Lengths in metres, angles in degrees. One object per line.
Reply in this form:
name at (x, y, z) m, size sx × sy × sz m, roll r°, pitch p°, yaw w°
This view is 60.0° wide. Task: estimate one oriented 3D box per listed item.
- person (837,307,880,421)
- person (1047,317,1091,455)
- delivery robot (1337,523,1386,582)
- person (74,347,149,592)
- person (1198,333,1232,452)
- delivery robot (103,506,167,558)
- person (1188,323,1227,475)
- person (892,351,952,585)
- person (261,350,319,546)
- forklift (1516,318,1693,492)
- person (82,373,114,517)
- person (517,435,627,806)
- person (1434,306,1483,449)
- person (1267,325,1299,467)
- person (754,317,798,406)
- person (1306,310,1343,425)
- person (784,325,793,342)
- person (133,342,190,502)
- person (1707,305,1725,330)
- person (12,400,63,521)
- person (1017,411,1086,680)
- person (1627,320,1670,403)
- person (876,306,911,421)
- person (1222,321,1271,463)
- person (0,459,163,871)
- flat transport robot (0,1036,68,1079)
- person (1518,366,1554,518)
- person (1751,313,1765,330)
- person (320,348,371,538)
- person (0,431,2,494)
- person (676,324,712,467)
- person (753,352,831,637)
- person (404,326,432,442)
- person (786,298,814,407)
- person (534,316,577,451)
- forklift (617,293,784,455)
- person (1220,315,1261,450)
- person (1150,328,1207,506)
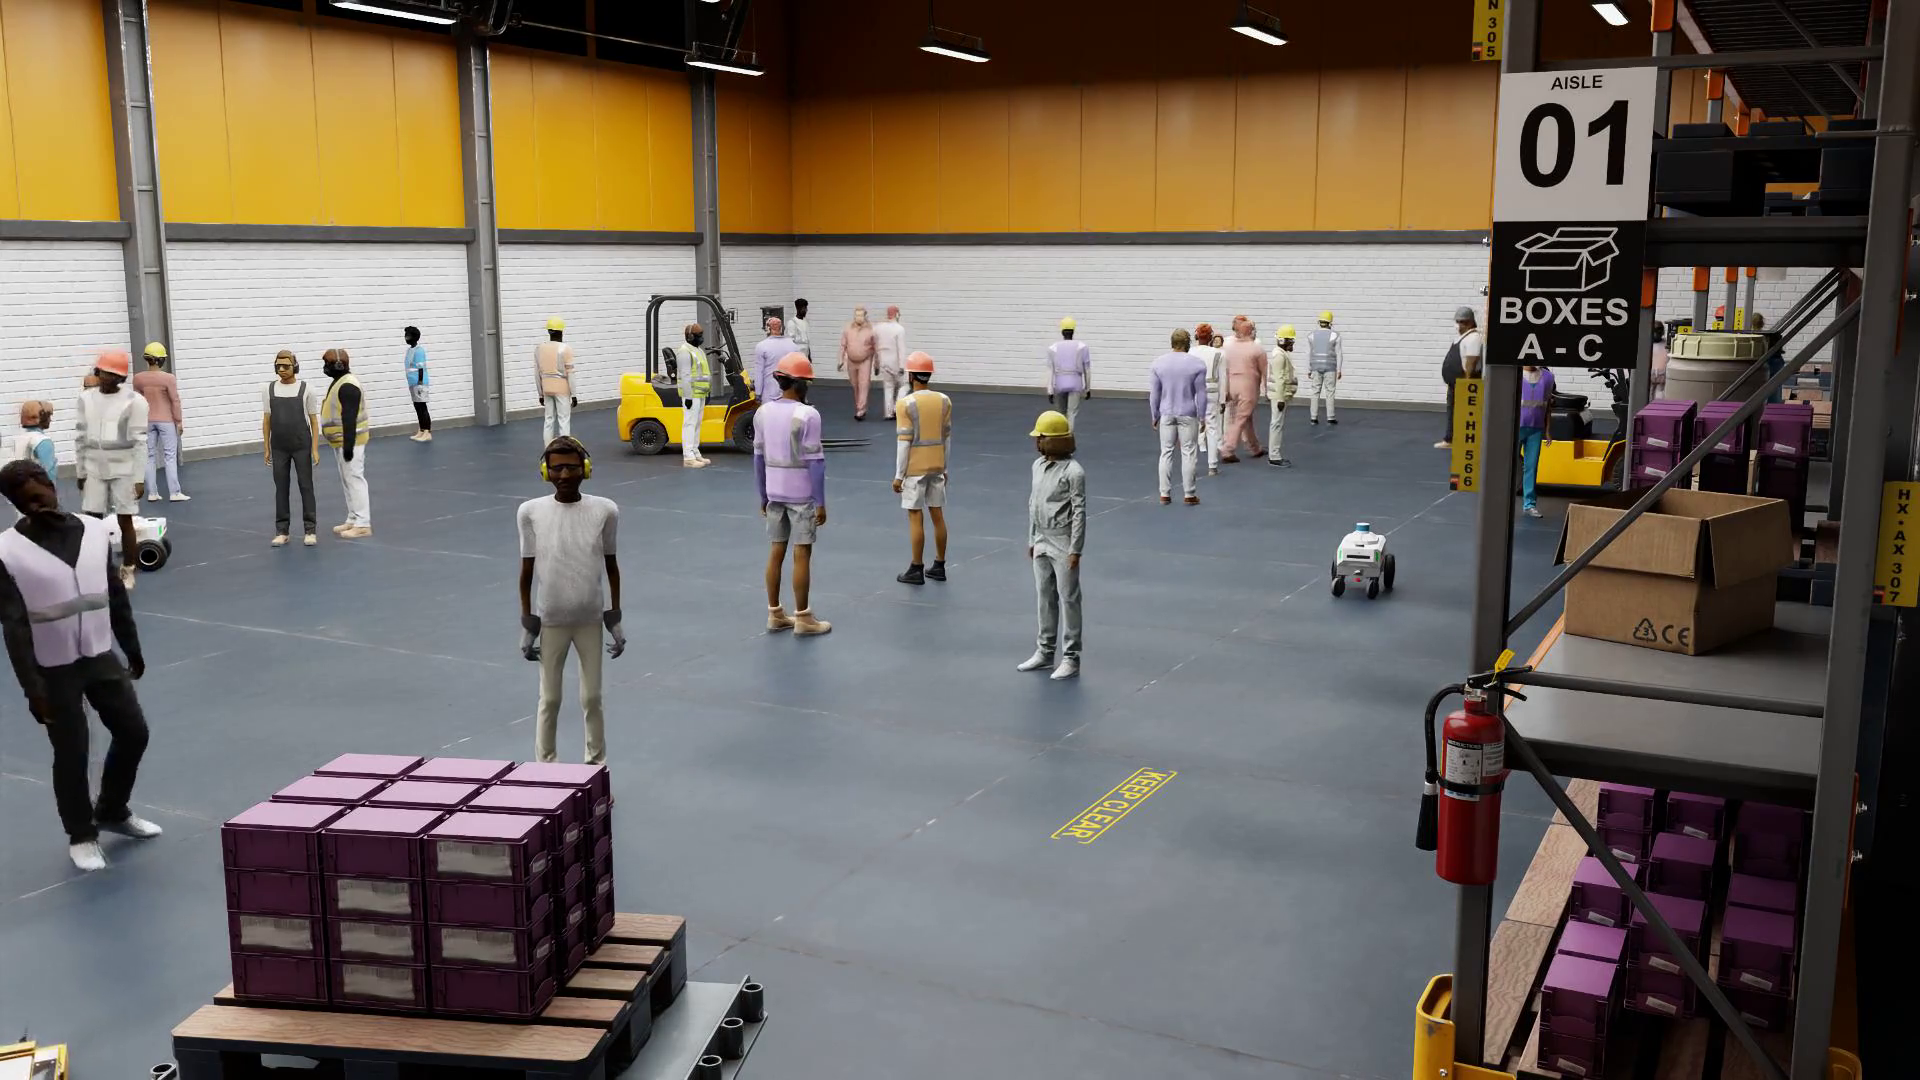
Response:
person at (-1.668, -2.894, 27.371) m, size 0.651 × 1.854 × 0.973 m, roll 3°, pitch 10°, yaw 16°
person at (1.482, -2.100, 22.733) m, size 0.595 × 1.881 × 0.997 m, roll 2°, pitch 10°, yaw 12°
delivery robot at (3.259, 0.106, 13.486) m, size 0.477 × 0.478 × 0.707 m, roll 3°, pitch 10°, yaw 18°
person at (-6.808, -0.551, 13.382) m, size 0.659 × 2.003 × 0.494 m, roll 0°, pitch 10°, yaw 3°
person at (3.518, -2.035, 23.010) m, size 0.514 × 1.642 × 0.310 m, roll -3°, pitch 10°, yaw -16°
delivery robot at (-7.286, -0.057, 14.430) m, size 0.707 × 0.478 × 0.477 m, roll -4°, pitch 11°, yaw -20°
person at (2.997, -1.733, 20.560) m, size 0.585 × 1.882 × 0.337 m, roll 1°, pitch 10°, yaw 6°
person at (-0.326, -0.597, 13.826) m, size 0.542 × 1.939 × 0.362 m, roll -8°, pitch 12°, yaw -37°
person at (-6.271, -0.857, 15.602) m, size 0.505 × 1.847 × 0.346 m, roll -1°, pitch 10°, yaw -8°
forklift at (7.066, -1.601, 18.899) m, size 2.313 × 2.155 × 1.214 m, roll 5°, pitch 11°, yaw 27°
person at (-8.010, -0.744, 15.554) m, size 0.284 × 1.634 × 0.498 m, roll -7°, pitch 12°, yaw -35°
person at (-1.907, 0.411, 8.200) m, size 0.515 × 1.868 × 0.333 m, roll -3°, pitch 10°, yaw -17°
person at (7.114, -2.265, 23.189) m, size 0.781 × 2.000 × 0.689 m, roll 0°, pitch 10°, yaw 0°
person at (4.150, -1.854, 21.420) m, size 0.403 × 1.828 × 0.596 m, roll 2°, pitch 10°, yaw 11°
person at (-2.440, -1.977, 21.942) m, size 0.644 × 1.903 × 0.401 m, roll -8°, pitch 13°, yaw -38°
person at (5.823, -2.743, 26.557) m, size 0.589 × 1.833 × 0.404 m, roll 5°, pitch 11°, yaw 28°
person at (-2.774, -2.524, 25.486) m, size 0.522 × 1.768 × 0.312 m, roll -9°, pitch 13°, yaw -41°
person at (-8.827, -1.292, 18.352) m, size 0.526 × 1.768 × 0.315 m, roll 1°, pitch 10°, yaw 5°
person at (11.754, -2.659, 25.762) m, size 0.364 × 1.939 × 0.542 m, roll -5°, pitch 11°, yaw -28°
person at (-7.220, -0.277, 12.960) m, size 0.532 × 1.601 × 0.583 m, roll 10°, pitch 14°, yaw 44°
person at (0.605, 0.032, 10.761) m, size 0.313 × 1.740 × 0.487 m, roll -7°, pitch 12°, yaw -36°
person at (9.545, -2.102, 22.878) m, size 0.643 × 1.819 × 0.636 m, roll 2°, pitch 10°, yaw 11°
person at (-1.074, -2.884, 27.205) m, size 0.650 × 1.889 × 0.450 m, roll 9°, pitch 13°, yaw 41°
person at (3.786, -1.954, 21.950) m, size 1.032 × 1.849 × 0.646 m, roll -7°, pitch 12°, yaw -36°
person at (-3.945, 0.554, 7.383) m, size 0.402 × 1.875 × 0.707 m, roll 4°, pitch 11°, yaw 24°
flat transport robot at (-2.967, 1.799, 4.781) m, size 0.652 × 0.197 × 1.431 m, roll -5°, pitch 11°, yaw -25°
person at (5.863, -1.146, 17.270) m, size 0.569 × 1.845 × 0.385 m, roll -1°, pitch 10°, yaw -7°
person at (11.172, -2.260, 23.560) m, size 0.654 × 1.893 × 0.969 m, roll 3°, pitch 10°, yaw 15°
person at (-5.971, -0.943, 16.157) m, size 0.431 × 1.835 × 0.621 m, roll -6°, pitch 11°, yaw -30°
person at (-7.797, -0.499, 13.273) m, size 0.377 × 1.936 × 0.628 m, roll -5°, pitch 11°, yaw -25°
person at (-3.414, -1.862, 21.431) m, size 0.429 × 1.841 × 0.634 m, roll 1°, pitch 10°, yaw 7°
person at (-1.190, -0.328, 11.972) m, size 0.615 × 2.038 × 0.394 m, roll 7°, pitch 12°, yaw 36°
person at (-7.926, -2.277, 24.278) m, size 0.321 × 1.690 × 0.536 m, roll -7°, pitch 12°, yaw -35°
person at (-2.821, -3.291, 29.397) m, size 0.395 × 1.954 × 0.610 m, roll 5°, pitch 11°, yaw 28°
person at (-5.206, -1.916, 21.493) m, size 0.585 × 1.928 × 0.370 m, roll 4°, pitch 10°, yaw 20°
forklift at (-3.588, -2.317, 23.042) m, size 2.313 × 2.155 × 1.214 m, roll -1°, pitch 10°, yaw -5°
person at (3.898, -2.198, 23.256) m, size 0.577 × 1.883 × 0.351 m, roll 1°, pitch 10°, yaw 8°
person at (2.377, -1.336, 18.115) m, size 0.630 × 1.936 × 0.369 m, roll 4°, pitch 10°, yaw 21°
